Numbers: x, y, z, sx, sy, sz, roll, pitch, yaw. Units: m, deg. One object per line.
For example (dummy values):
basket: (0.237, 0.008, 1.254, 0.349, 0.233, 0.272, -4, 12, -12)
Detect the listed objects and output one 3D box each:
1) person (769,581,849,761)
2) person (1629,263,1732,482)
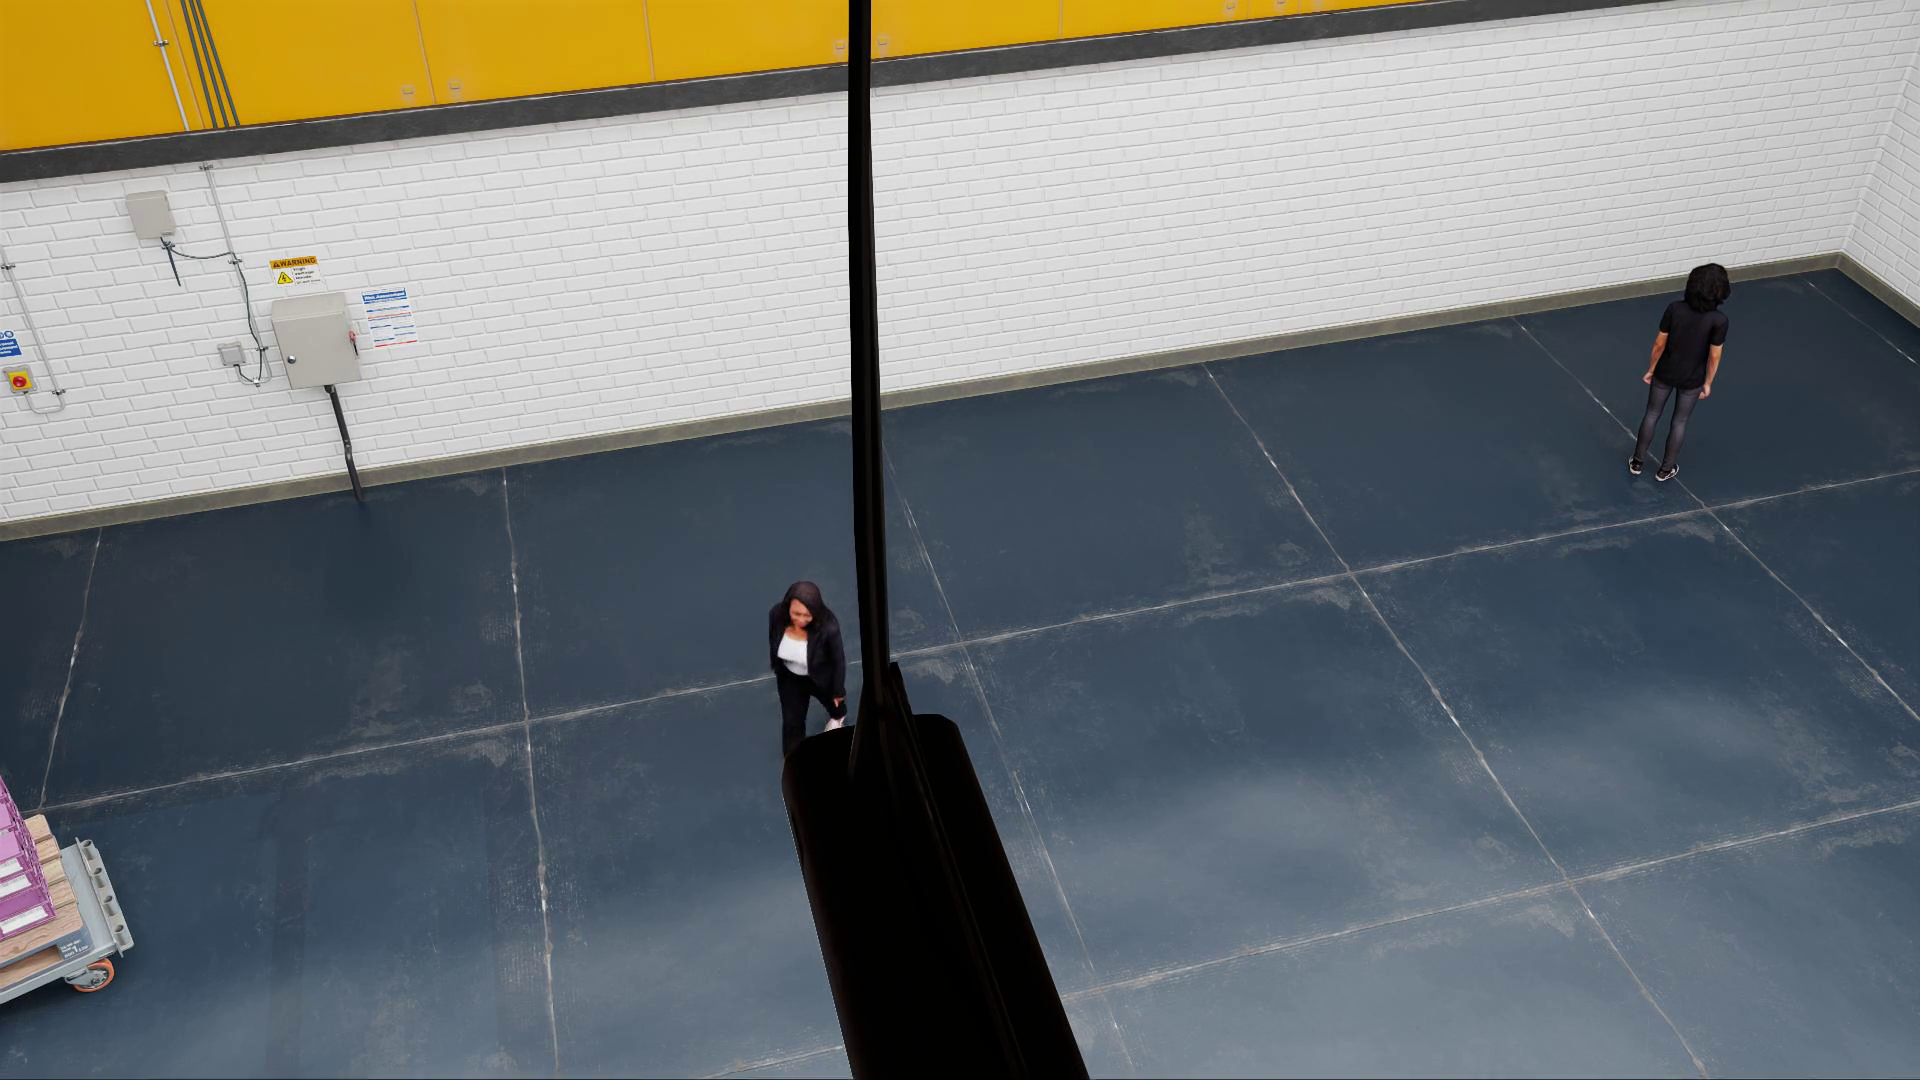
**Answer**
person: (-0.906, 0.776, 10.314, 1.001, 1.563, 1.234, 10, 40, 13)
person: (5.479, -1.278, 12.668, 0.686, 1.834, 0.761, 22, 44, 25)
